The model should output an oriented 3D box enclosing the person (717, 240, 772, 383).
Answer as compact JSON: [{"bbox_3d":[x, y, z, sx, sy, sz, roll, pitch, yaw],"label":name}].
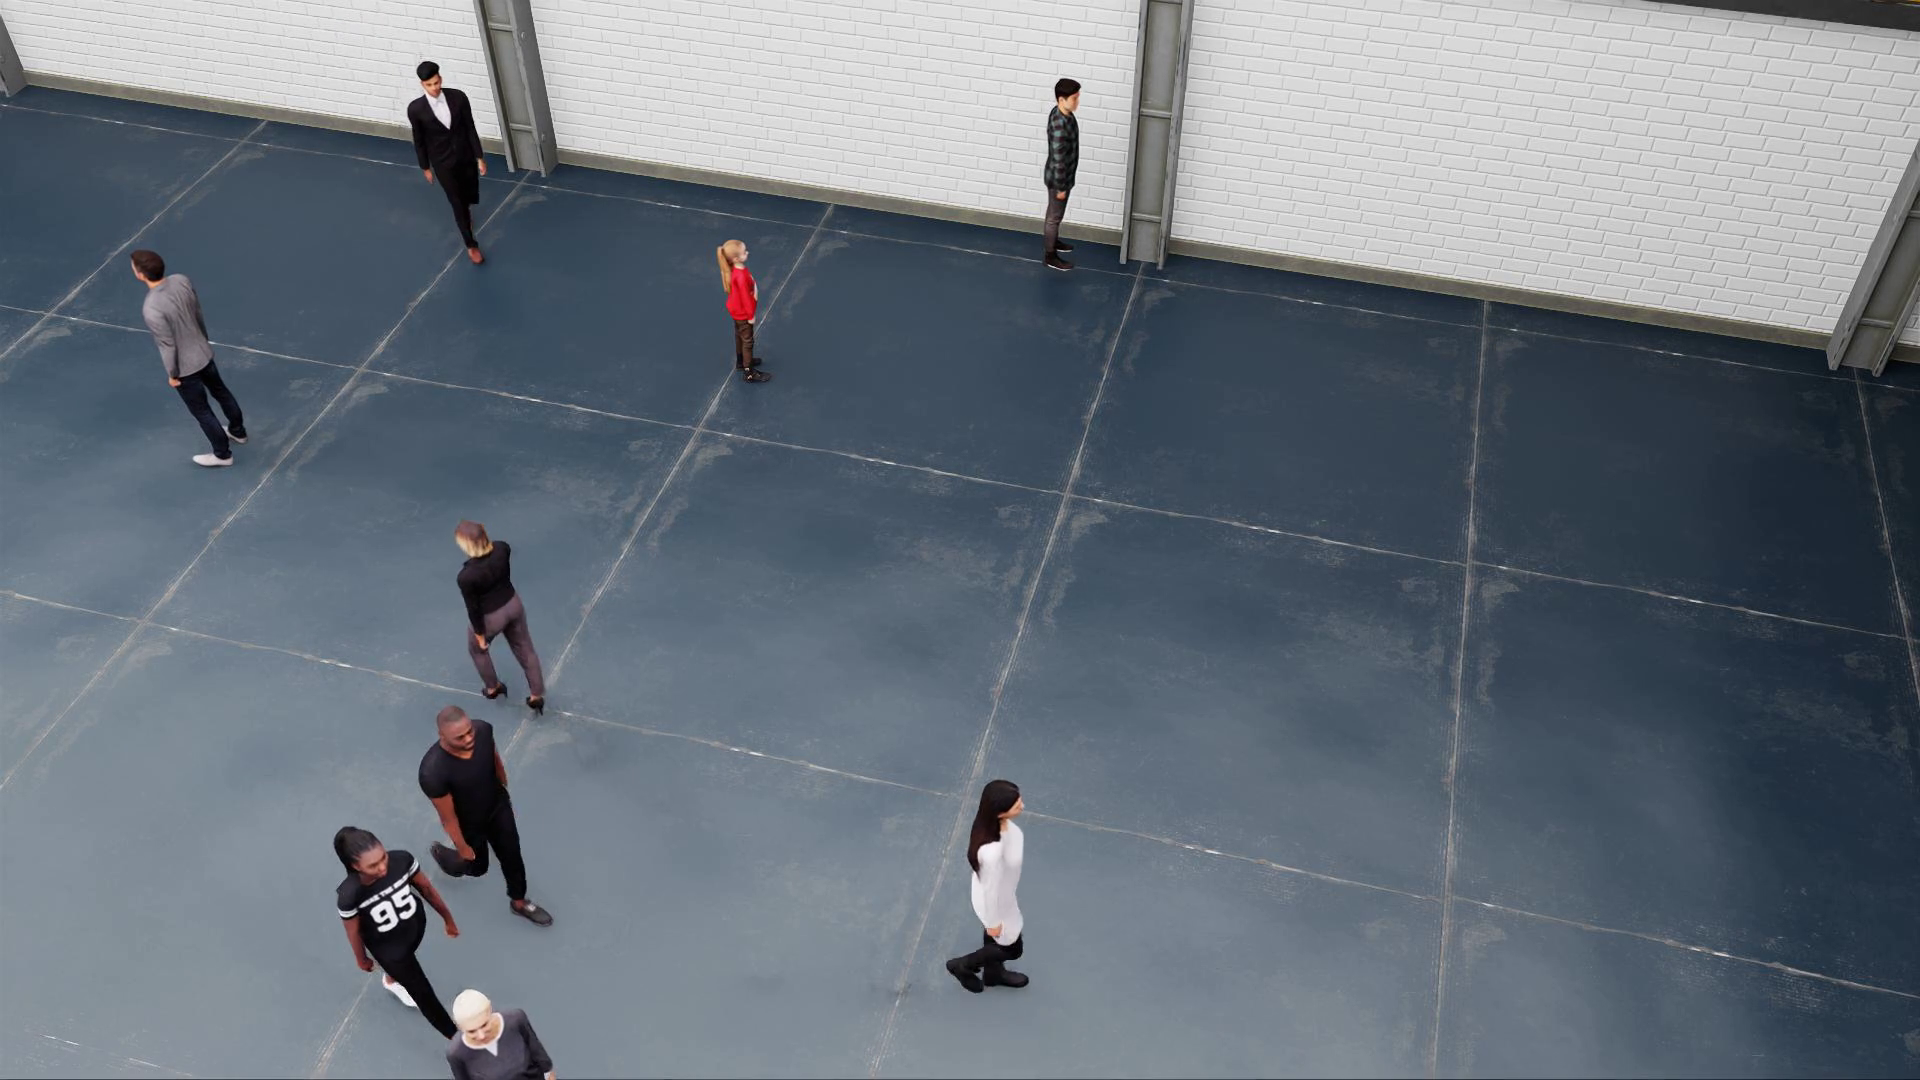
[{"bbox_3d":[-1.745,-1.853,13.342,0.637,1.281,0.587,-16,46,-16],"label":"person"}]

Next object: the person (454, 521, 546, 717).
[{"bbox_3d":[-2.860,0.543,10.555,0.812,1.655,0.737,27,50,26],"label":"person"}]

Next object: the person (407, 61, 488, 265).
[{"bbox_3d":[-4.439,-3.358,14.502,1.082,1.860,1.147,-22,48,-21],"label":"person"}]

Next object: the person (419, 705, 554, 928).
[{"bbox_3d":[-2.801,1.531,9.415,1.145,1.797,0.896,26,49,25],"label":"person"}]

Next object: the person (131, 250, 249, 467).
[{"bbox_3d":[-5.747,-1.364,12.398,0.605,1.873,0.681,8,44,9],"label":"person"}]

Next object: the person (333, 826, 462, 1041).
[{"bbox_3d":[-3.058,2.088,8.915,1.255,1.681,0.930,26,50,25],"label":"person"}]

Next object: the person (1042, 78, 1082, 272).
[{"bbox_3d":[0.844,-3.130,14.095,0.575,1.713,0.697,4,44,4],"label":"person"}]

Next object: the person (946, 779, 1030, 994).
[{"bbox_3d":[0.110,1.905,9.020,0.739,1.801,0.682,5,44,5],"label":"person"}]

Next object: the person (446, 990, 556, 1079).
[{"bbox_3d":[-2.269,2.675,8.274,0.827,1.714,0.891,-25,49,-24],"label":"person"}]
